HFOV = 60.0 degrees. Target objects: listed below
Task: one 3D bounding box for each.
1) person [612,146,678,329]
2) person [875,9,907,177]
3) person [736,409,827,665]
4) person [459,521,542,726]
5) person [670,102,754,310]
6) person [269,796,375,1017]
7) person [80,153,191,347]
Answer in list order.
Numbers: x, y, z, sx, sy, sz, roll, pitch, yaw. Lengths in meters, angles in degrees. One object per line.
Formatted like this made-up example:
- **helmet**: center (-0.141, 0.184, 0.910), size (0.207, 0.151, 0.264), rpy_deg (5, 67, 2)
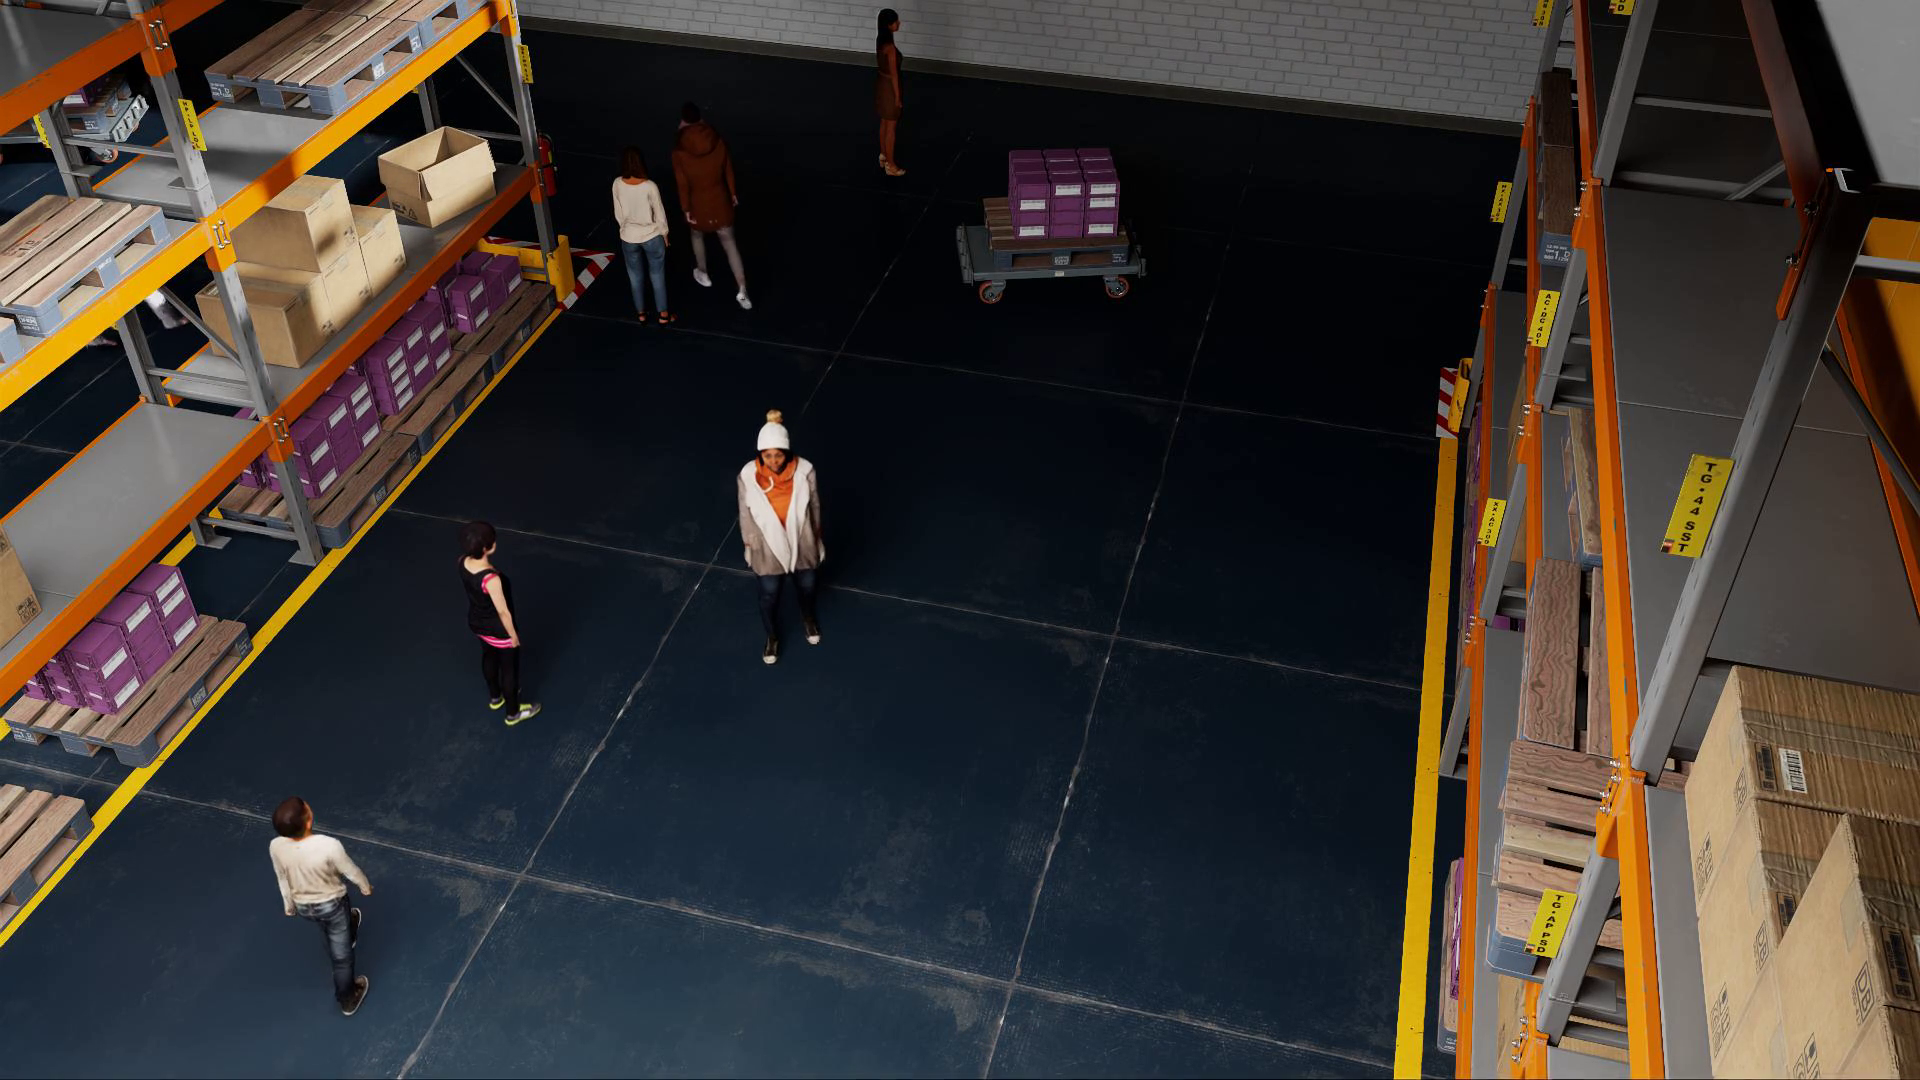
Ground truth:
- **person**: center (-2.724, -2.596, 14.275), size (0.603, 1.682, 0.522), rpy_deg (9, 39, 11)
- **person**: center (-0.704, -4.484, 16.634), size (0.707, 1.689, 0.607), rpy_deg (-11, 40, -13)
- **person**: center (-1.153, -0.058, 10.918), size (0.850, 1.906, 0.888), rpy_deg (-7, 39, -9)
- **person**: center (-2.952, 0.519, 10.481), size (0.624, 1.551, 0.645), rpy_deg (29, 47, 31)
- **person**: center (-2.162, -2.845, 14.516), size (1.212, 1.772, 1.328), rpy_deg (-15, 41, -18)
- **person**: center (-3.383, 1.966, 8.757), size (0.697, 1.442, 0.937), rpy_deg (1, 39, 1)
- **person**: center (-7.220, -2.398, 13.985), size (0.933, 1.736, 1.175), rpy_deg (31, 48, 33)
